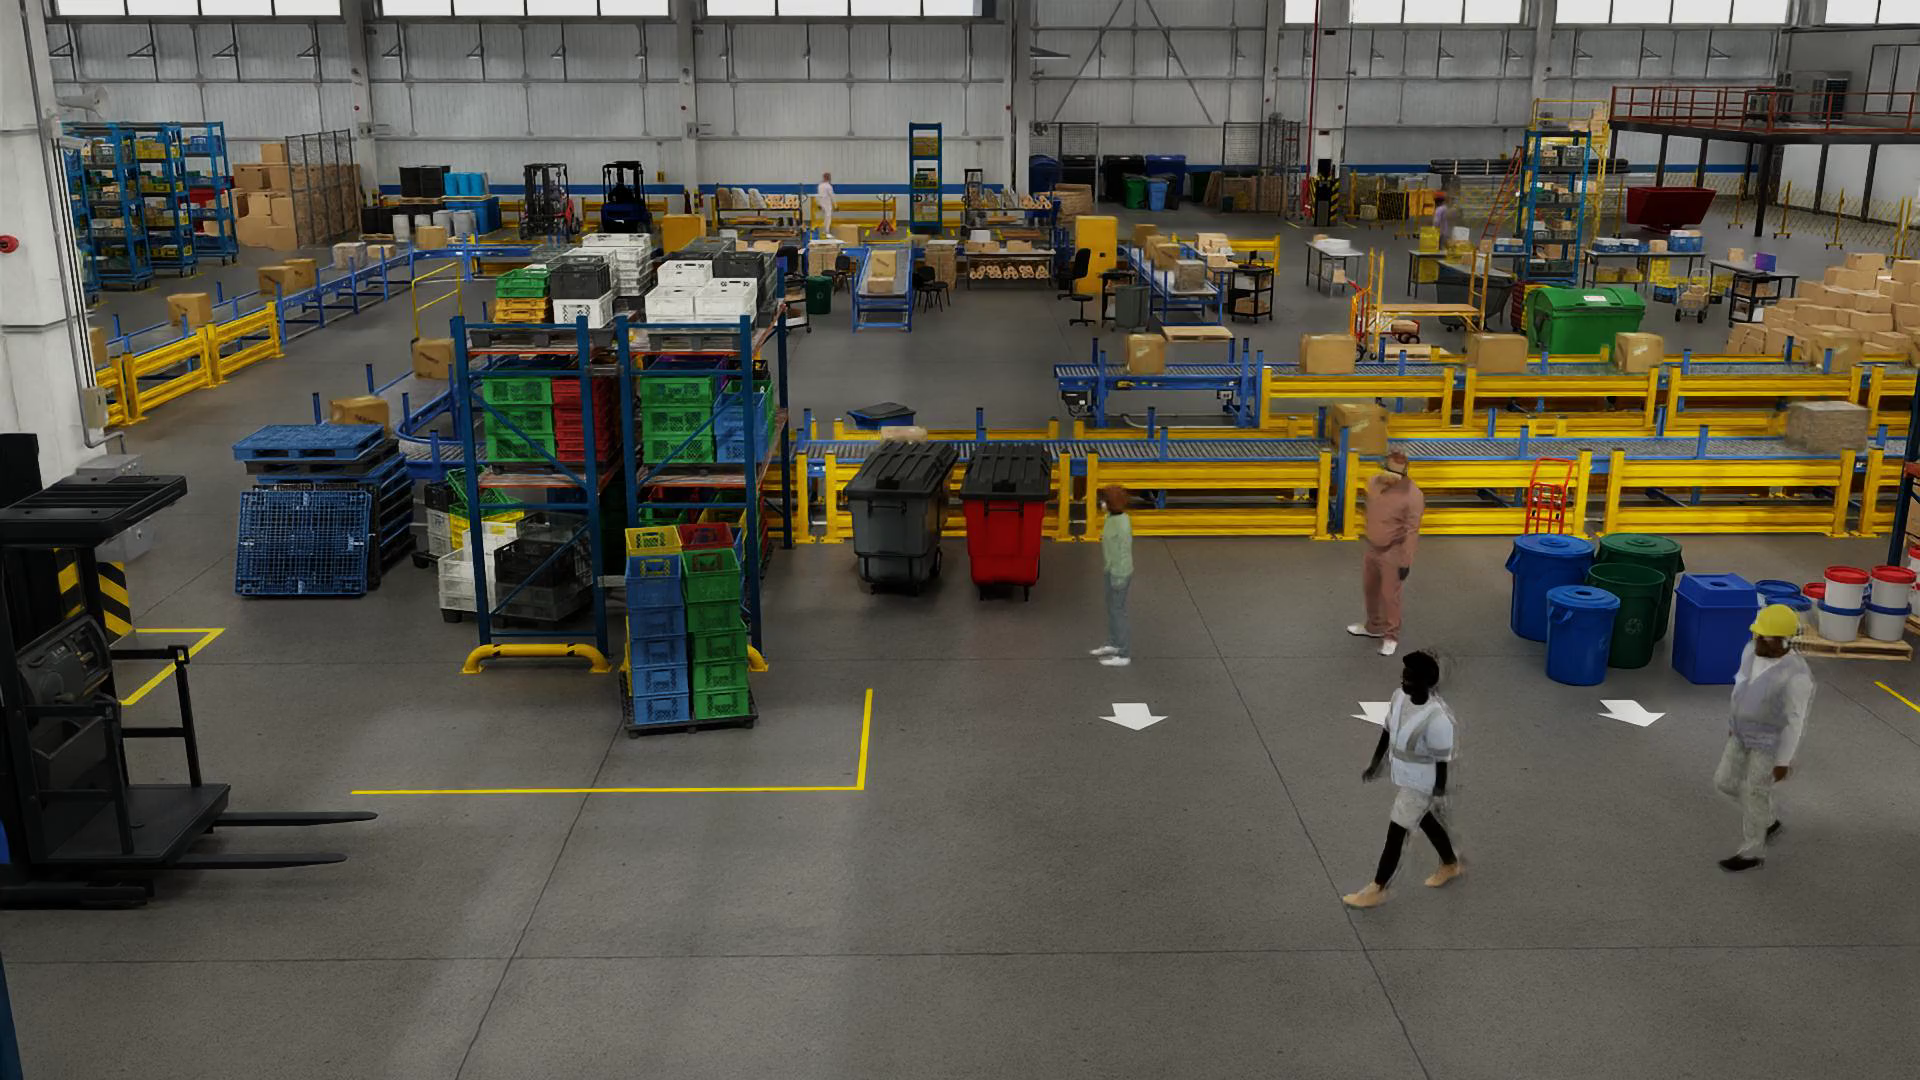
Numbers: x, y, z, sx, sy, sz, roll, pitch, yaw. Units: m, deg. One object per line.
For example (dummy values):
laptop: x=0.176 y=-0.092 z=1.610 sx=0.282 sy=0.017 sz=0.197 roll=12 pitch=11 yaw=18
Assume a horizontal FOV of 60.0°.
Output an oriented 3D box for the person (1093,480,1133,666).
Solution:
person: x=1.342 y=0.279 z=14.332 sx=0.275 sy=1.629 sz=0.509 roll=-3 pitch=16 yaw=-12

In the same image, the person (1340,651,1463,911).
person: x=2.808 y=1.454 z=10.211 sx=0.888 sy=1.655 sz=0.545 roll=-4 pitch=16 yaw=-12

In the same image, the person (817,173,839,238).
person: x=-3.895 y=-9.911 z=49.270 sx=0.479 sy=1.893 sz=0.664 roll=-10 pitch=19 yaw=-31

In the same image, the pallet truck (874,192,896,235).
pallet truck: x=-2.277 y=-9.986 z=50.594 sx=0.653 sy=1.274 sz=1.630 roll=0 pitch=16 yaw=-1

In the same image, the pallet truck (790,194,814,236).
pallet truck: x=-4.814 y=-9.883 z=50.259 sx=0.704 sy=1.261 sz=1.522 roll=-1 pitch=16 yaw=-3

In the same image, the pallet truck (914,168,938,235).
pallet truck: x=-0.989 y=-10.316 z=50.507 sx=0.823 sy=1.965 sz=1.885 roll=1 pitch=16 yaw=3

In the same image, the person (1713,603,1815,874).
person: x=5.123 y=1.257 z=10.600 sx=0.441 sy=1.812 sz=0.611 roll=-3 pitch=16 yaw=-9

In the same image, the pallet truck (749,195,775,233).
pallet truck: x=-6.051 y=-9.967 z=50.660 sx=0.680 sy=1.201 sz=1.601 roll=0 pitch=16 yaw=-1

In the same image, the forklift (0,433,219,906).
forklift: x=-5.952 y=0.780 z=10.366 sx=1.873 sy=2.768 sz=1.129 roll=0 pitch=16 yaw=-1

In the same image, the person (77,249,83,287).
person: x=-17.659 y=-5.193 z=33.014 sx=0.594 sy=1.820 sz=0.430 roll=1 pitch=16 yaw=5

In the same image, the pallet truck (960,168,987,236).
pallet truck: x=0.383 y=-10.230 z=50.206 sx=0.823 sy=1.965 sz=1.885 roll=-1 pitch=16 yaw=-3

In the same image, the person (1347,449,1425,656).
person: x=3.735 y=0.085 z=14.589 sx=0.474 sy=1.870 sz=0.752 roll=-9 pitch=18 yaw=-27

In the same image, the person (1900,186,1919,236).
person: x=28.466 y=-9.895 z=49.303 sx=0.579 sy=1.857 sz=0.828 roll=-10 pitch=19 yaw=-31

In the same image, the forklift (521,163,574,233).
forklift: x=-12.233 y=-10.122 z=49.298 sx=1.157 sy=1.987 sz=2.680 roll=0 pitch=16 yaw=-1

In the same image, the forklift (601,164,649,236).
forklift: x=-9.948 y=-10.127 z=49.296 sx=1.157 sy=1.987 sz=2.680 roll=-1 pitch=16 yaw=-3

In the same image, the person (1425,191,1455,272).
person: x=11.827 y=-7.555 z=40.868 sx=0.736 sy=2.024 sz=0.624 roll=12 pitch=20 yaw=37
